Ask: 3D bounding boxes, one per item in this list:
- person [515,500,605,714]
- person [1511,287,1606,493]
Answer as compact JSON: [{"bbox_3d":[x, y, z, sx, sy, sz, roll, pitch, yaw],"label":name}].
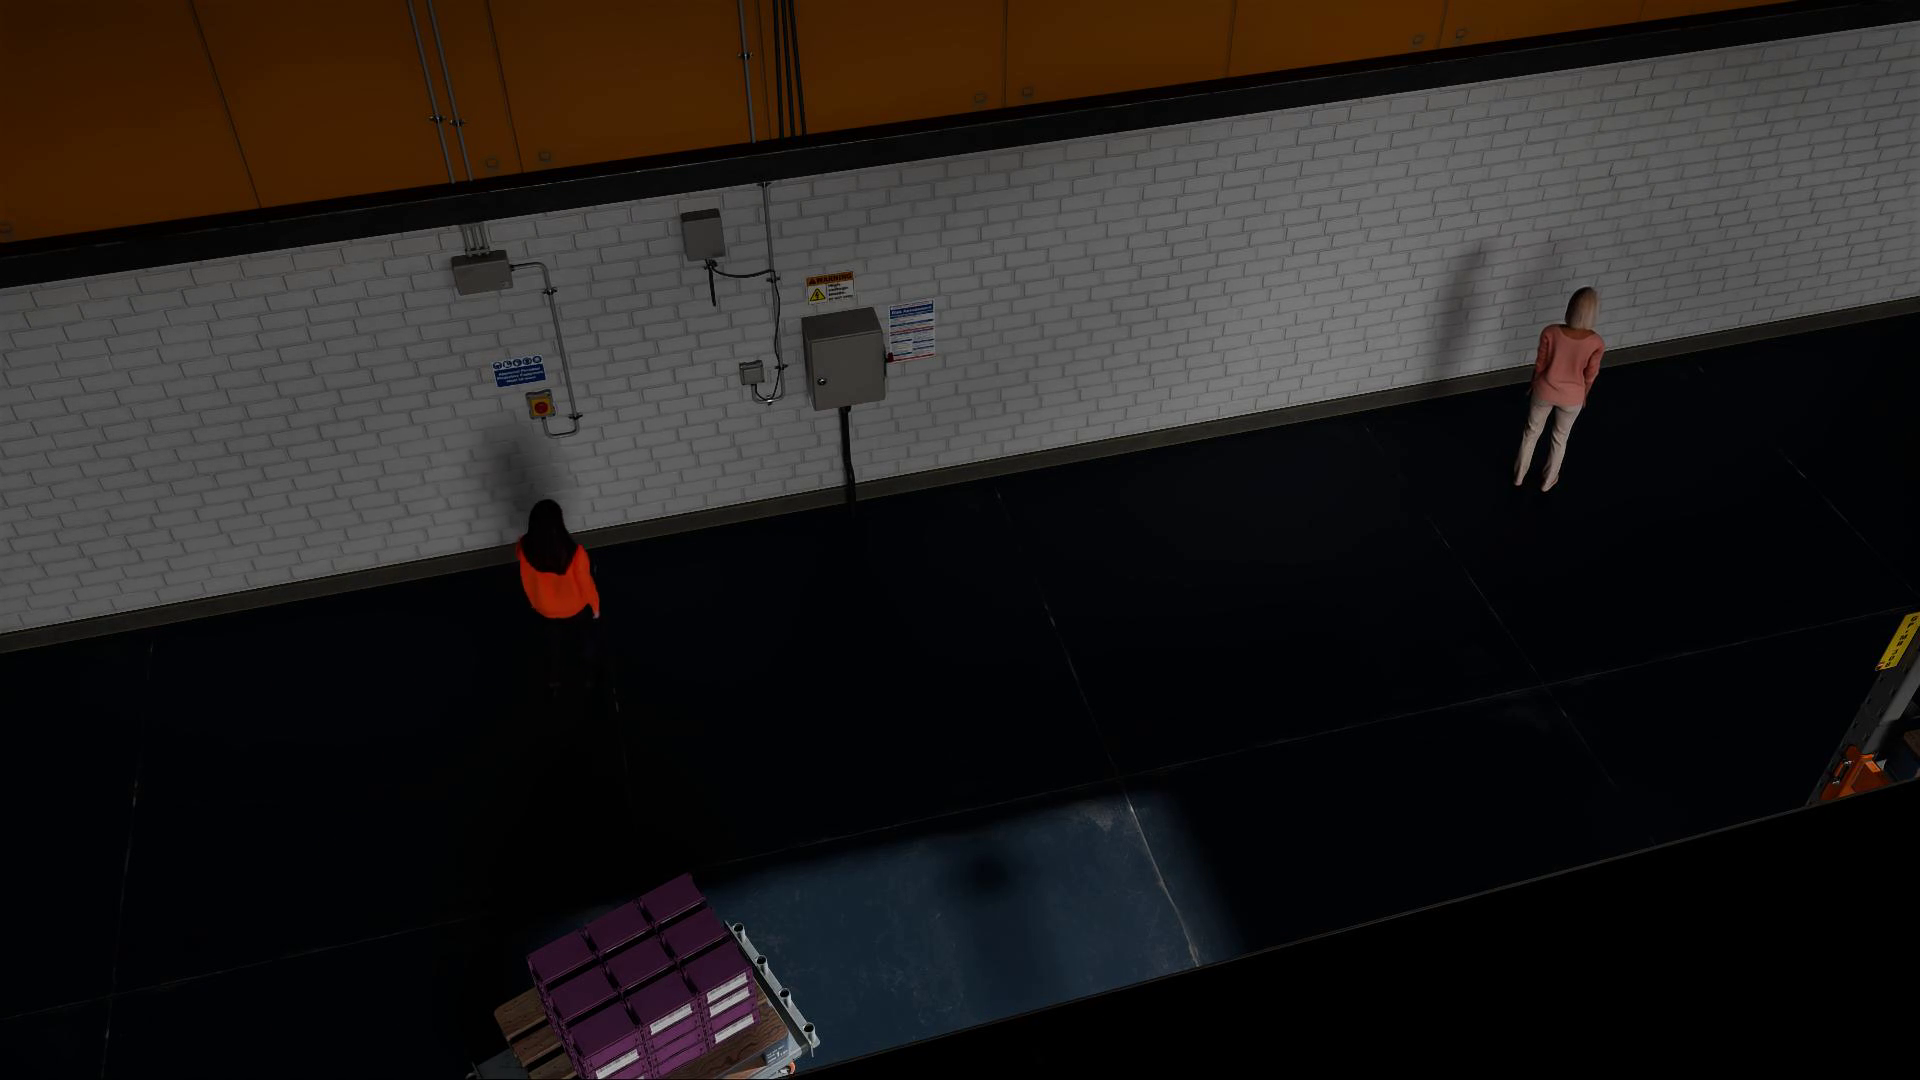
[{"bbox_3d":[-2.491,0.456,10.348,0.811,1.737,0.935,7,44,7],"label":"person"},{"bbox_3d":[4.304,-1.074,11.963,0.680,1.726,0.715,16,46,17],"label":"person"}]
